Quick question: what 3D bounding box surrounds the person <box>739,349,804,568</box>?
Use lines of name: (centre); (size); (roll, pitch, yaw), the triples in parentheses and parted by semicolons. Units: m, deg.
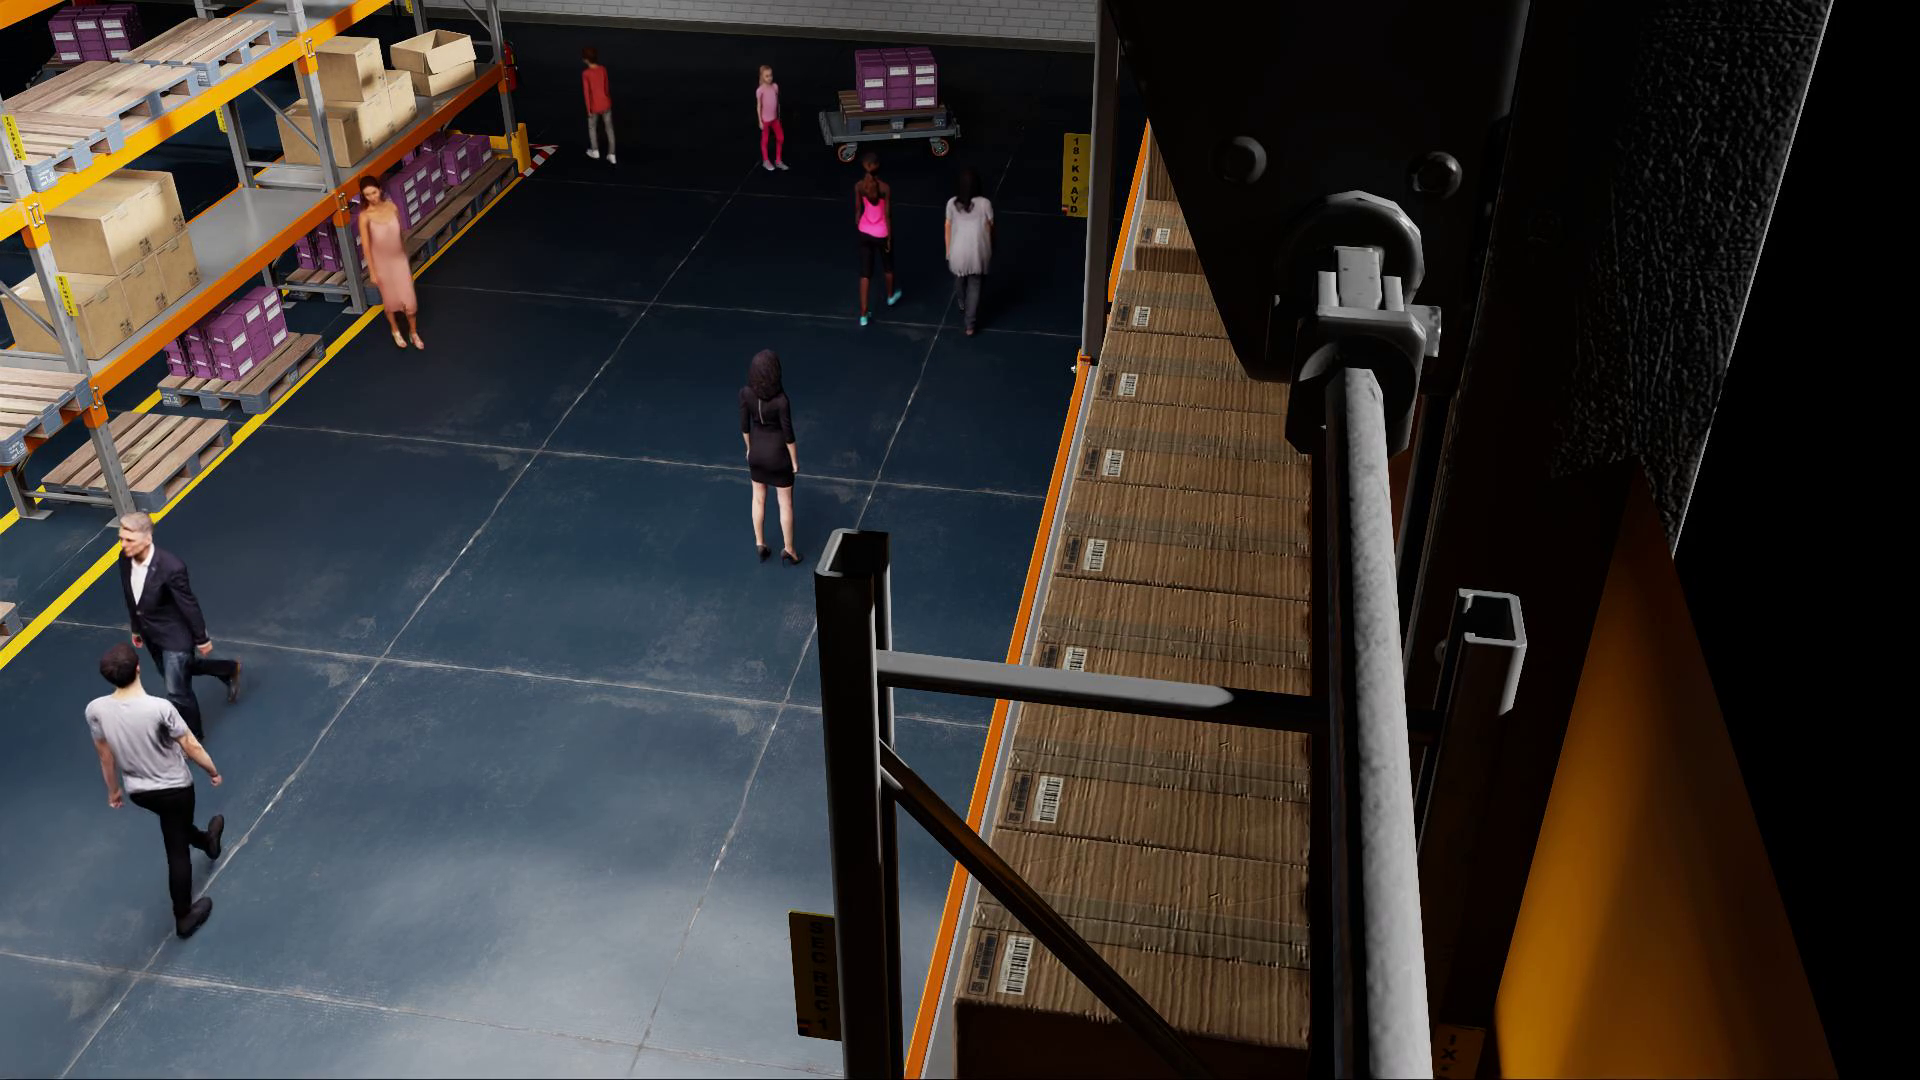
person: (-1.437, -0.604, 12.584); (0.634, 1.806, 0.568); (14, 36, 21)

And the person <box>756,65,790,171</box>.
person: (-2.300, -5.024, 19.727); (0.667, 1.261, 0.723); (-25, 41, -33)

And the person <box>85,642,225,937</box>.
person: (-4.593, 1.470, 9.445); (0.790, 1.827, 1.133); (3, 34, 4)

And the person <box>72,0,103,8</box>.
person: (-12.280, -7.578, 23.306); (0.660, 1.553, 0.599); (13, 36, 19)

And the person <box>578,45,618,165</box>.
person: (-4.255, -5.164, 19.815); (0.763, 1.395, 0.819); (-20, 39, -27)

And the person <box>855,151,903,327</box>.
person: (-0.864, -2.899, 16.147); (0.635, 1.684, 1.057); (9, 35, 14)

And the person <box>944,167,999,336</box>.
person: (0.084, -2.750, 16.032); (0.652, 1.563, 1.006); (7, 34, 11)

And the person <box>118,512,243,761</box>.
person: (-5.119, 0.539, 10.874); (0.860, 1.795, 1.109); (15, 36, 21)

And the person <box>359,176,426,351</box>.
person: (-5.374, -2.605, 15.603); (0.851, 1.797, 0.795); (26, 42, 34)
